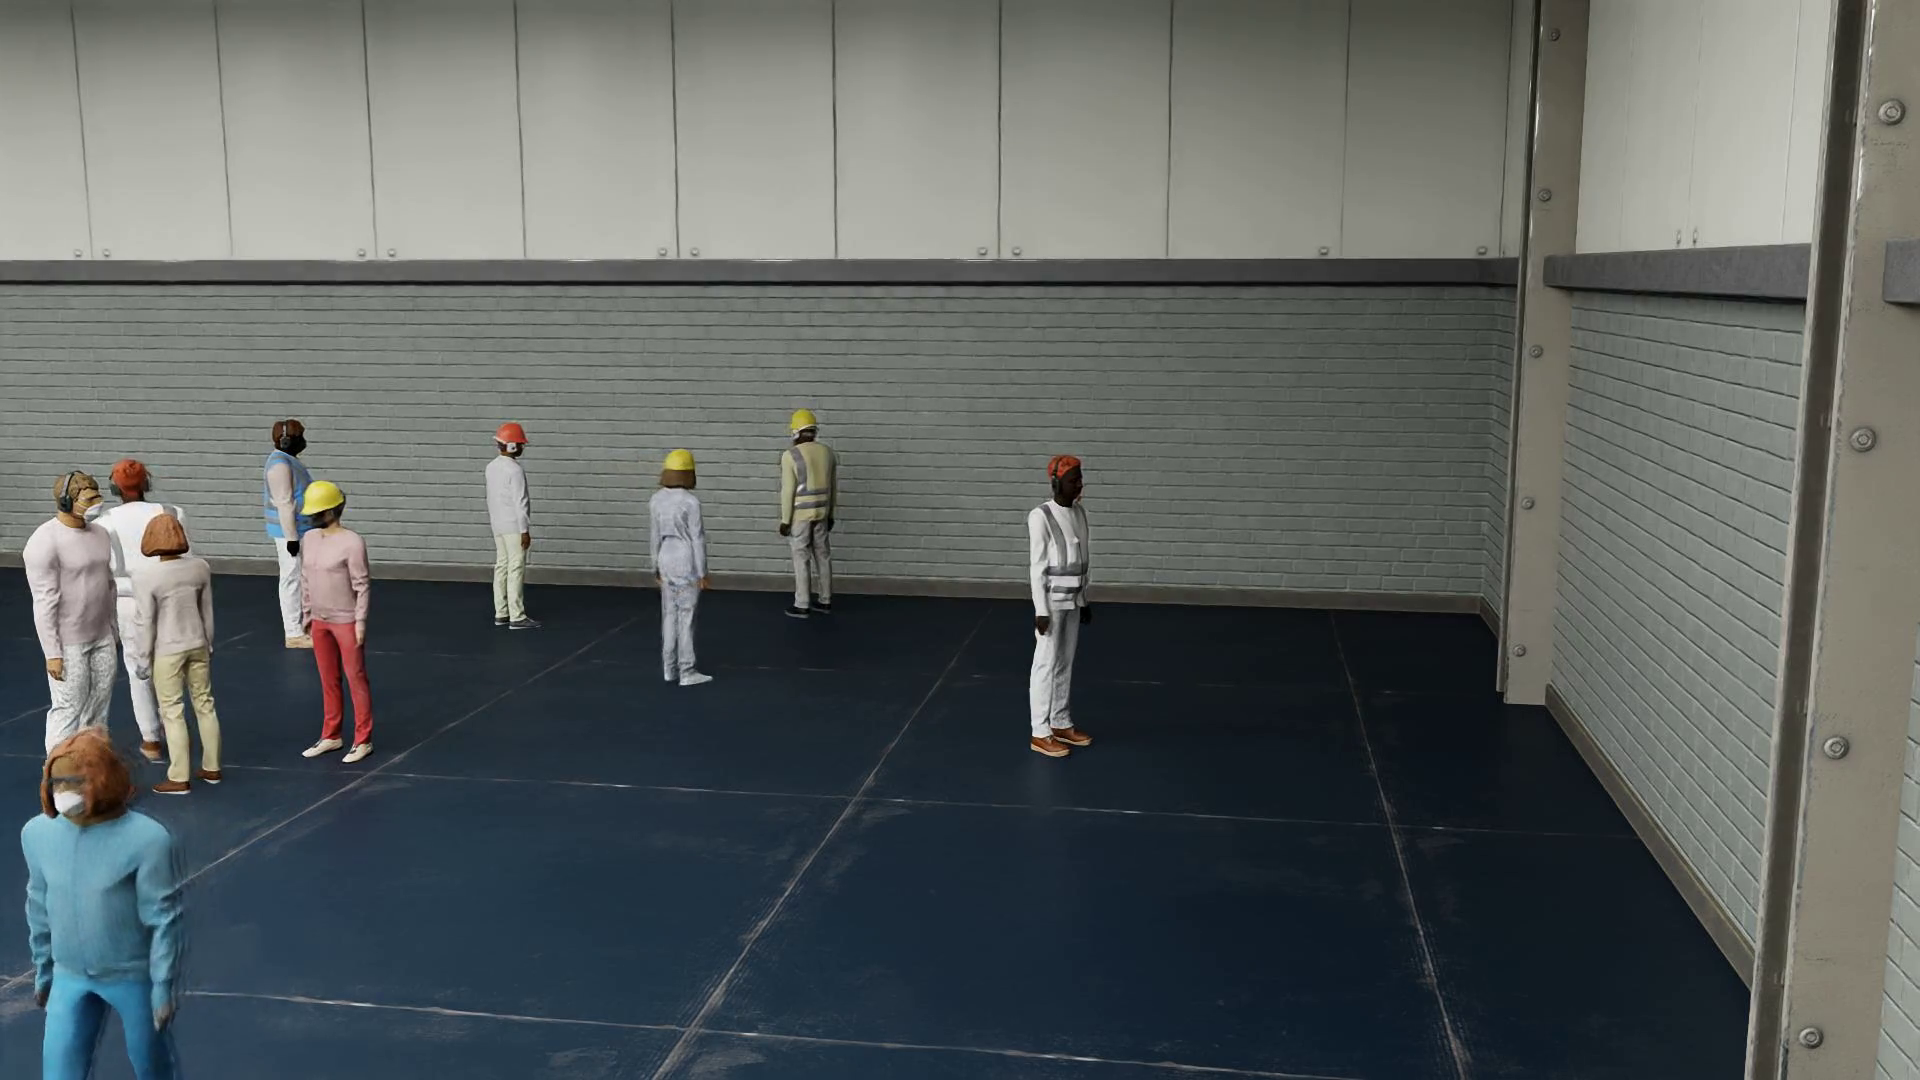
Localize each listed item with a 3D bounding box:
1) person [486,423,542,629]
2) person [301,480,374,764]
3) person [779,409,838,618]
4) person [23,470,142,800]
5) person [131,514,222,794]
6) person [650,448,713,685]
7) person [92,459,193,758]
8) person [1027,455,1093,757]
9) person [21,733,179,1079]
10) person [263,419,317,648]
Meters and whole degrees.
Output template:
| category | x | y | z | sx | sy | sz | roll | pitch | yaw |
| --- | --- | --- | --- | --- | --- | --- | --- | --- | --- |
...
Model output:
| category | x | y | z | sx | sy | sz | roll | pitch | yaw |
| --- | --- | --- | --- | --- | --- | --- | --- | --- | --- |
| person | -3.797 | -0.125 | 14.153 | 0.343 | 1.747 | 0.573 | -8 | 12 | -41 |
| person | -3.870 | 0.502 | 10.267 | 0.528 | 1.763 | 0.335 | 5 | 10 | 27 |
| person | -1.344 | -0.233 | 14.577 | 0.600 | 1.829 | 0.404 | -9 | 13 | -44 |
| person | -4.930 | 0.570 | 9.329 | 0.375 | 1.933 | 0.625 | 1 | 9 | 7 |
| person | -4.558 | 0.661 | 9.671 | 0.282 | 1.633 | 0.501 | 5 | 10 | 28 |
| person | -2.047 | 0.197 | 12.215 | 0.492 | 1.744 | 0.311 | 7 | 11 | 35 |
| person | -5.171 | 0.408 | 10.519 | 0.622 | 1.858 | 0.720 | -6 | 11 | -34 |
| person | 0.638 | 0.403 | 10.494 | 0.354 | 1.883 | 0.572 | 6 | 11 | 34 |
| person | -2.694 | 1.406 | 5.131 | 0.523 | 1.600 | 0.752 | 0 | 9 | 3 |
| person | -5.382 | -0.056 | 13.457 | 0.429 | 1.844 | 0.625 | -3 | 10 | -19 |
